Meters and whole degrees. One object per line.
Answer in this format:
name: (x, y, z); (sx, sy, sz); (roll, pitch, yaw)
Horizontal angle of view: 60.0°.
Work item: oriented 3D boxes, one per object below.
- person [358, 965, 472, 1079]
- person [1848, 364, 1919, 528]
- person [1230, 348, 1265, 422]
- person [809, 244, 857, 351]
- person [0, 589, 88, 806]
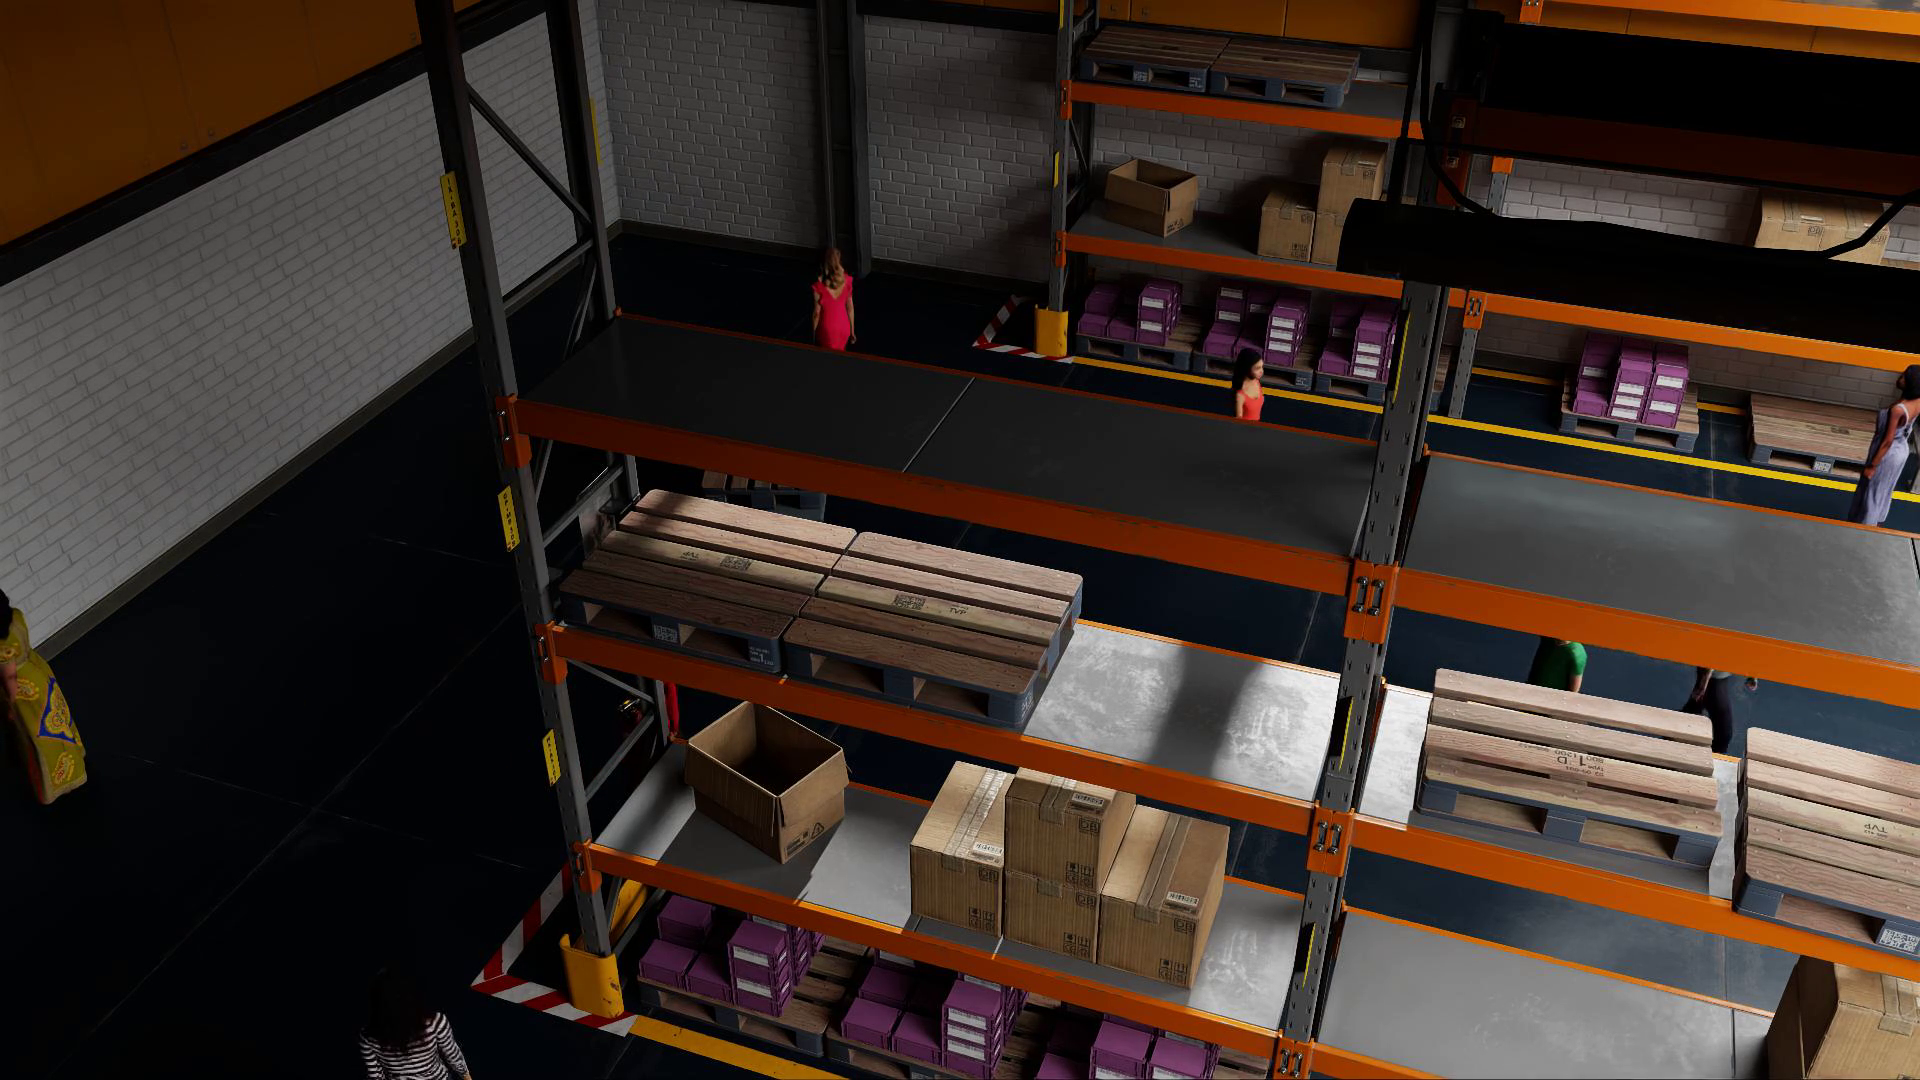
person: (-2.644, 2.866, 8.186); (1.150, 1.748, 1.064); (-6, 34, -9)
person: (7.551, -0.664, 13.545); (0.661, 1.696, 0.672); (-25, 41, -32)
person: (2.251, -0.821, 13.774); (0.715, 1.703, 0.657); (17, 37, 23)
person: (-1.126, -1.866, 15.365); (0.943, 1.682, 1.126); (-23, 40, -30)
person: (-6.251, 0.987, 11.092); (1.033, 1.660, 1.003); (-10, 35, -14)
